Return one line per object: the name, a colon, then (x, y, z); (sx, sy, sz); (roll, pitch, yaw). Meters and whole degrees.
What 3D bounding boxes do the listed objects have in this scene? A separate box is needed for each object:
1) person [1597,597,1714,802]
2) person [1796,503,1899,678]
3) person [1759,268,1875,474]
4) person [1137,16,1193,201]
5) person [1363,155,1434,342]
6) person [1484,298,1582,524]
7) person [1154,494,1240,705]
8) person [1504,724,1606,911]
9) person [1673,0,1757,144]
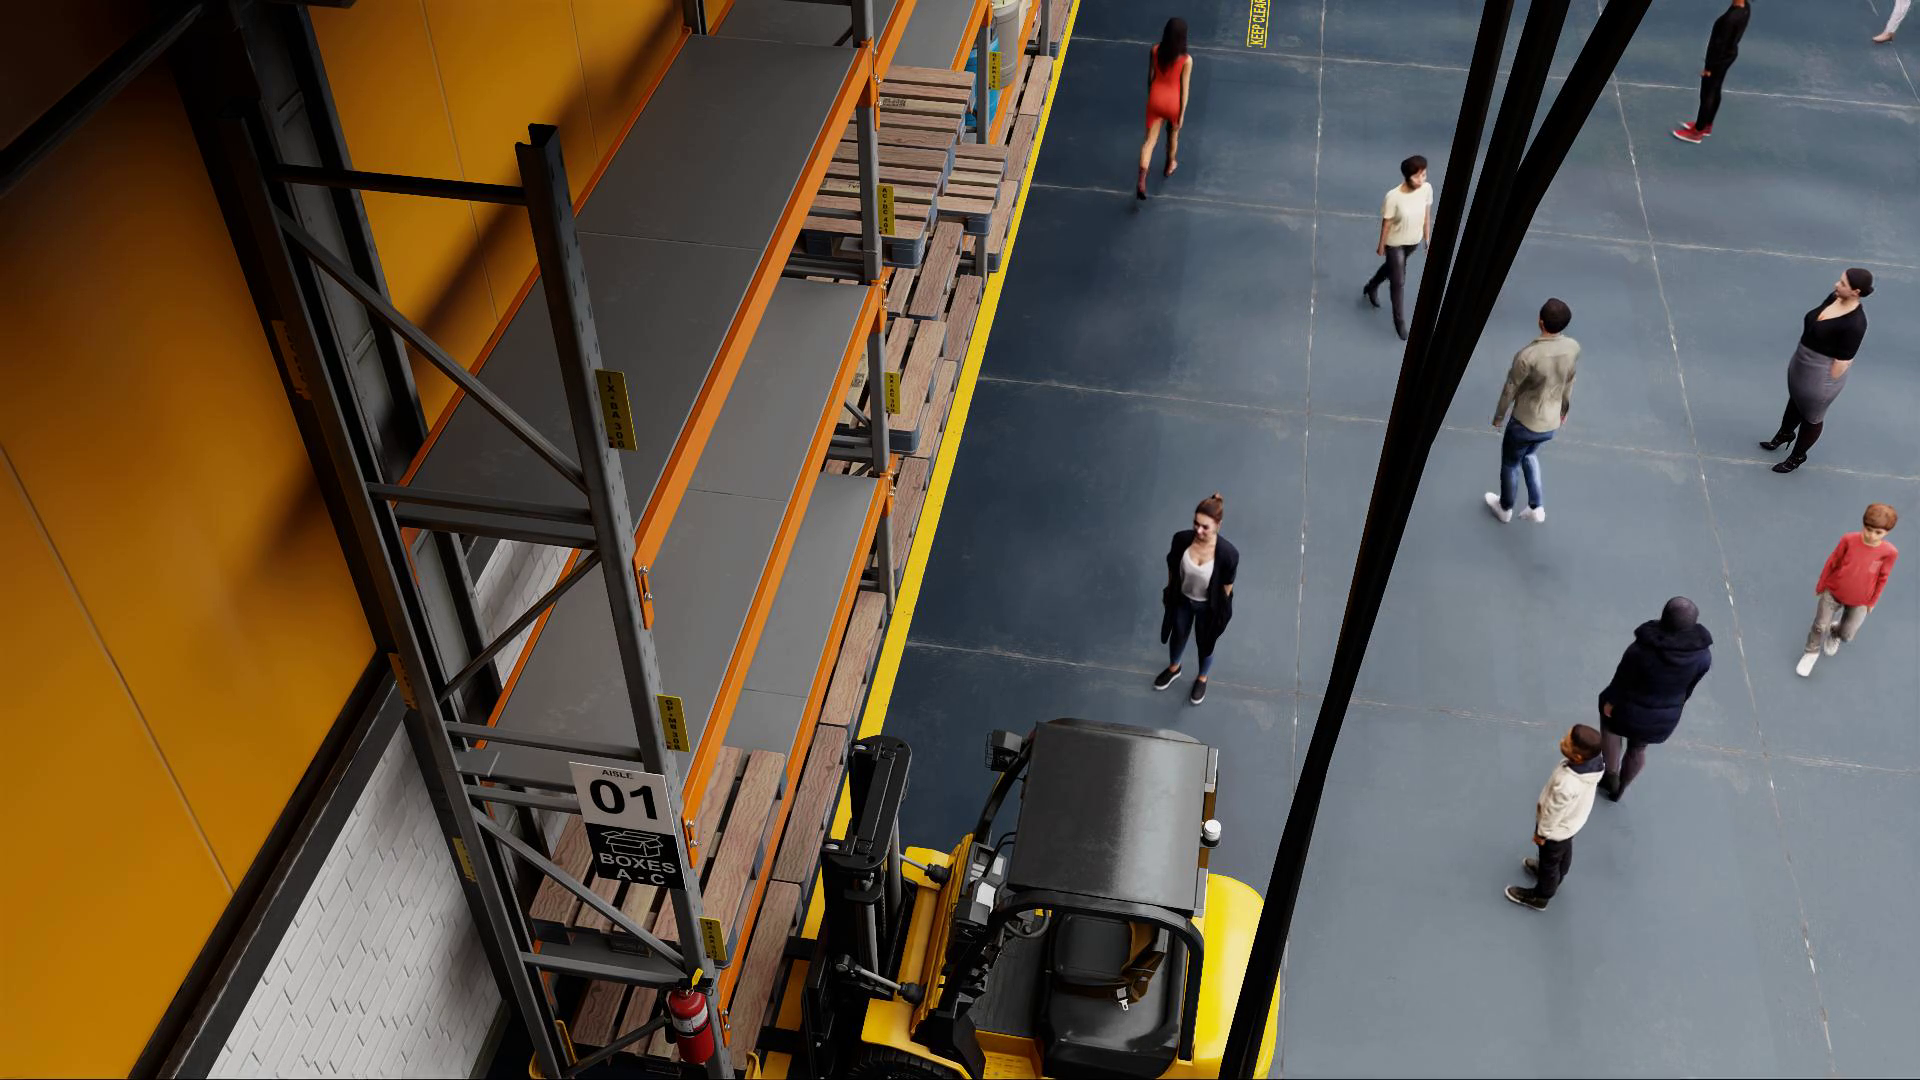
person: (4.107, 1.027, 9.926); (0.705, 1.666, 0.694); (2, 44, 2)
person: (5.826, 0.302, 10.878); (0.658, 1.403, 0.753); (24, 49, 23)
person: (6.340, -1.256, 12.255); (0.764, 1.759, 0.594); (1, 44, 1)
person: (1.824, -3.886, 15.072); (0.721, 1.680, 1.164); (15, 46, 16)
person: (3.594, -2.482, 13.694); (0.948, 1.549, 1.075); (-18, 47, -18)
person: (4.075, -0.781, 11.698); (0.888, 1.839, 0.950); (-14, 45, -15)
person: (1.522, 0.377, 10.597); (0.702, 1.681, 0.677); (22, 48, 21)
person: (3.461, 1.573, 9.510); (0.723, 1.449, 0.596); (27, 50, 25)
person: (7.237, -4.574, 15.799); (0.737, 1.673, 0.632); (30, 51, 28)
